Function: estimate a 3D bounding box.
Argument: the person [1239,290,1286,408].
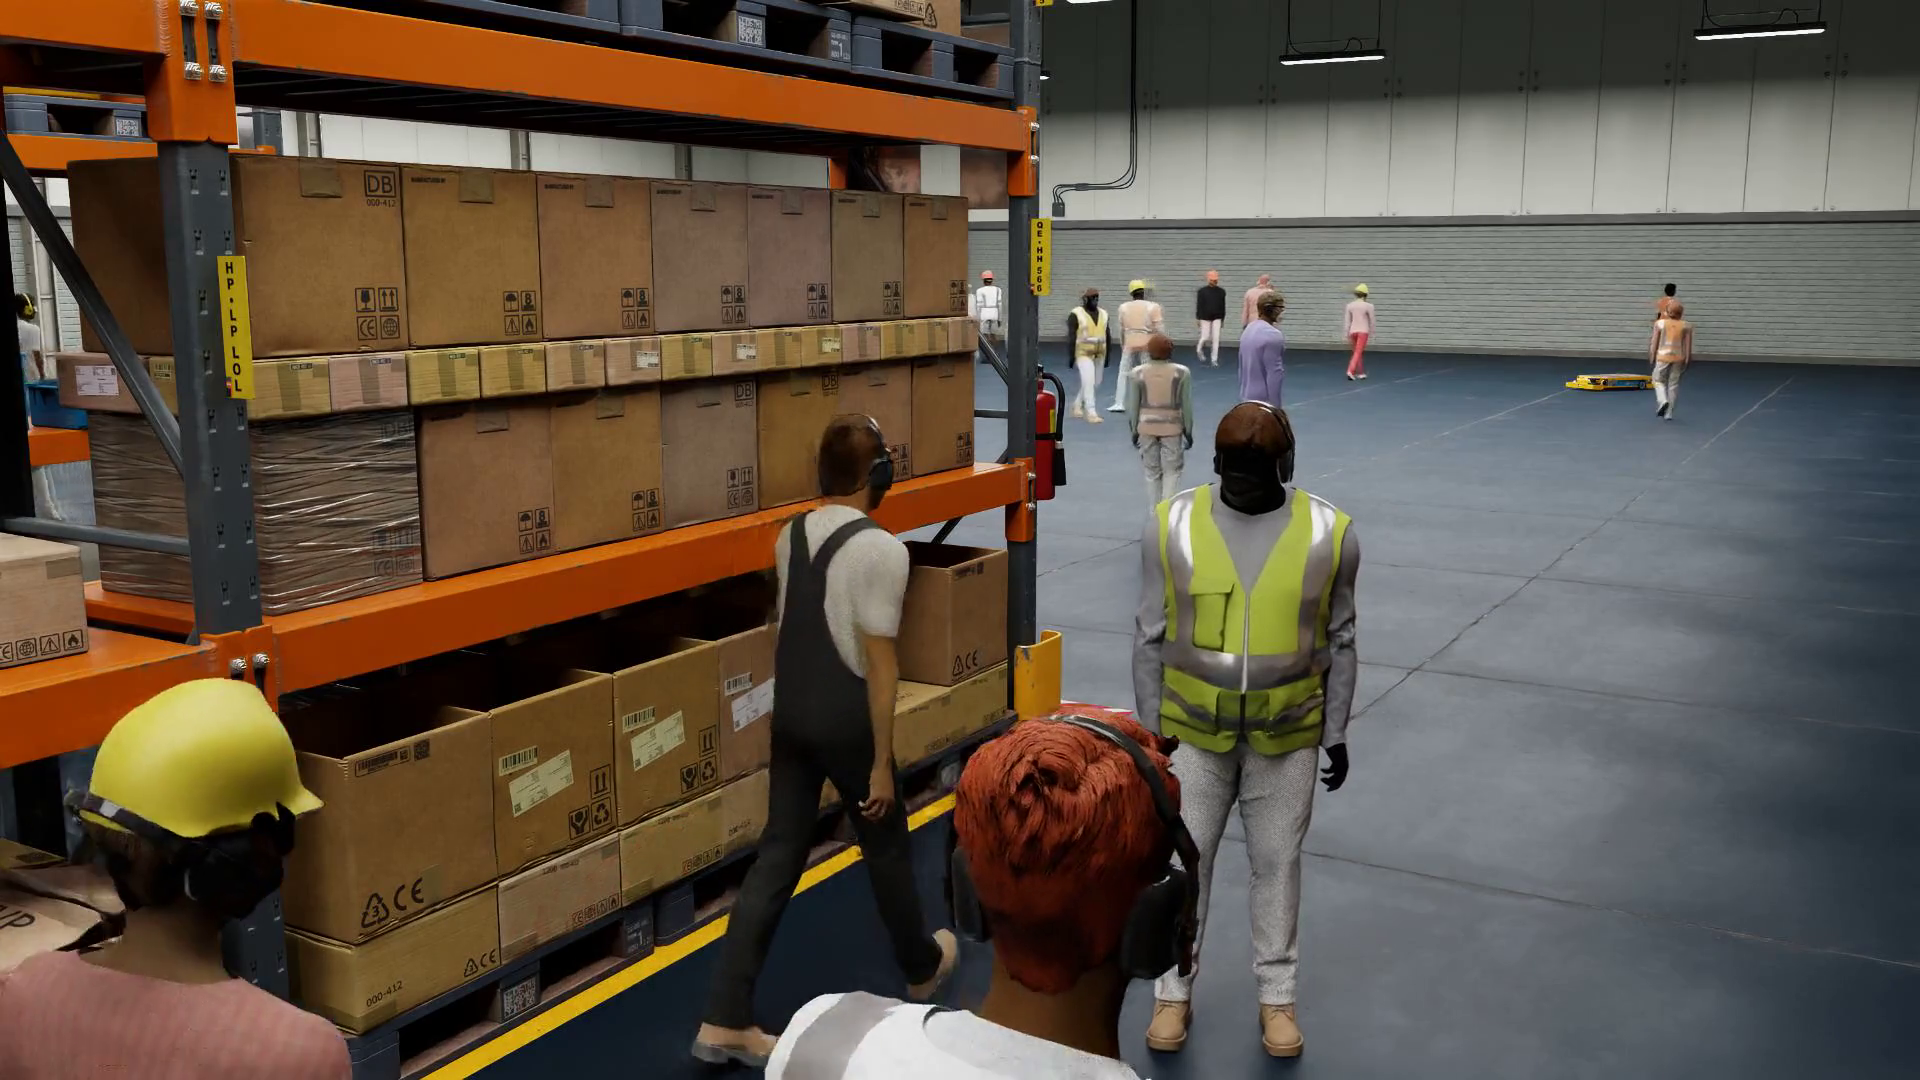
[{"bbox_3d":[2.616,-1.188,14.402,0.369,1.936,0.630,-3,10,-15],"label":"person"}]

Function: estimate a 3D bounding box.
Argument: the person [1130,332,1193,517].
[{"bbox_3d":[1.605,-0.854,13.340,0.526,1.620,0.417,3,10,15],"label":"person"}]

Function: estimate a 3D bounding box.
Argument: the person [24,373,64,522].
[{"bbox_3d":[-6.337,-0.449,11.102,0.518,1.583,0.881,7,12,35],"label":"person"}]

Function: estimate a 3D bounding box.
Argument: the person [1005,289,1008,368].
[{"bbox_3d":[1.112,-4.319,32.793,0.649,1.912,0.720,7,12,36],"label":"person"}]

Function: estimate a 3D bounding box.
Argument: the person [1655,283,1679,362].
[{"bbox_3d":[14.583,-4.477,34.386,0.635,1.680,0.545,-3,10,-16],"label":"person"}]

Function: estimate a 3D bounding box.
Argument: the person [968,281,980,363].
[{"bbox_3d":[0.061,-3.460,27.816,0.676,1.892,0.429,-7,12,-37],"label":"person"}]

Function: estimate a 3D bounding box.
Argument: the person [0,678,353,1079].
[{"bbox_3d":[-0.913,1.039,1.928,0.526,1.750,0.509,4,10,20],"label":"person"}]

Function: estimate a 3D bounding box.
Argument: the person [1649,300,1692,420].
[{"bbox_3d":[9.654,-2.433,22.582,0.527,1.632,0.432,2,10,11],"label":"person"}]

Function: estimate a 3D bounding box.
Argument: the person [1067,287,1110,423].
[{"bbox_3d":[1.725,-2.506,22.474,0.631,1.819,0.804,-5,11,-28],"label":"person"}]

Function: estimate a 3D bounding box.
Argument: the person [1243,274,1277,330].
[{"bbox_3d":[5.836,-4.224,32.355,0.677,1.874,0.659,3,10,15],"label":"person"}]

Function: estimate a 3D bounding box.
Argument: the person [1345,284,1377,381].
[{"bbox_3d":[7.157,-3.723,29.867,0.527,1.727,0.887,9,13,43],"label":"person"}]

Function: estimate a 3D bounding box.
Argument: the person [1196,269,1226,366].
[{"bbox_3d":[5.092,-4.537,33.927,0.619,1.970,0.672,-1,10,-8],"label":"person"}]

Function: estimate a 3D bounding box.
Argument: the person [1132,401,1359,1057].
[{"bbox_3d":[0.786,0.529,4.641,0.619,1.839,0.430,1,10,8],"label":"person"}]

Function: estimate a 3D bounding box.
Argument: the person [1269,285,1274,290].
[{"bbox_3d":[6.350,-4.466,34.545,0.413,1.629,0.534,1,10,4],"label":"person"}]

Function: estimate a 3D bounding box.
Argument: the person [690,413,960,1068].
[{"bbox_3d":[-0.353,0.553,4.654,0.560,1.789,0.993,8,12,38],"label":"person"}]

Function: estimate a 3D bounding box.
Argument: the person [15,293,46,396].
[{"bbox_3d":[-9.925,-1.686,17.610,0.520,1.848,0.802,4,11,24],"label":"person"}]

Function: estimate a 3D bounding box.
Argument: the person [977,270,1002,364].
[{"bbox_3d":[0.588,-4.614,34.454,0.551,1.935,0.372,-4,10,-21],"label":"person"}]

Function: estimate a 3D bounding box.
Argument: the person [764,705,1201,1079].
[{"bbox_3d":[0.057,1.057,1.593,0.592,1.834,1.012,5,11,29],"label":"person"}]

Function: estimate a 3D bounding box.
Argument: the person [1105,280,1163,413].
[{"bbox_3d":[2.538,-2.745,23.679,0.866,1.890,0.428,2,10,10],"label":"person"}]

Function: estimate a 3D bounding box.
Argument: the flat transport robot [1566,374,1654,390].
[{"bbox_3d":[10.956,-2.657,27.867,1.431,0.197,0.652,-4,10,-20],"label":"flat transport robot"}]
